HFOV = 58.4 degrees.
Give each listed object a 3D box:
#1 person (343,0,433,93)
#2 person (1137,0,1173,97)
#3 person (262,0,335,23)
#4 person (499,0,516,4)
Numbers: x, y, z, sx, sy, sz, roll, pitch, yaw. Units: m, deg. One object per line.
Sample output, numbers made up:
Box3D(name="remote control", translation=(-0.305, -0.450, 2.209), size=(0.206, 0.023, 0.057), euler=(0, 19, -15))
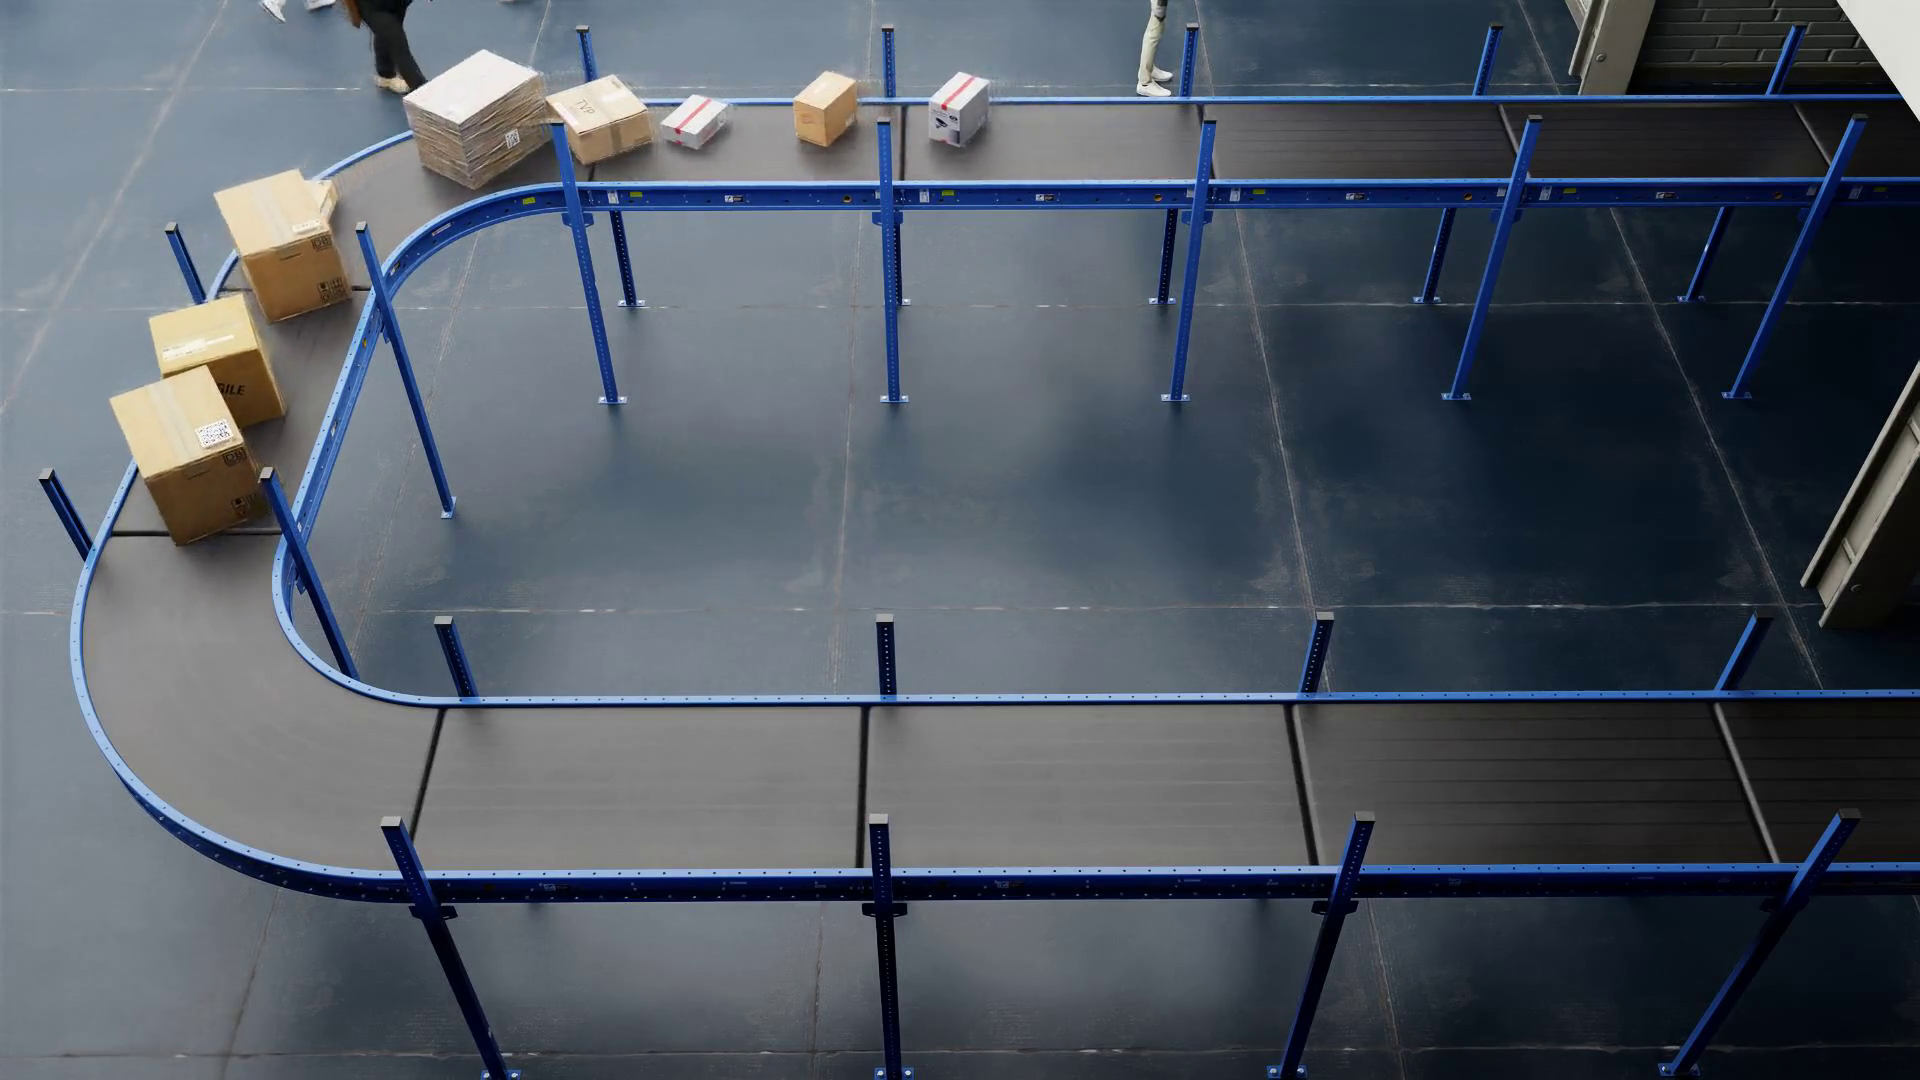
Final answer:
Box3D(name="person", translation=(-4.671, -4.469, 14.084), size=(0.994, 2.000, 0.692), euler=(19, 50, 17))
Box3D(name="person", translation=(1.689, -4.582, 14.284), size=(0.312, 1.865, 0.515), euler=(5, 47, 4))
Box3D(name="person", translation=(-6.028, -5.368, 15.185), size=(0.584, 1.613, 0.536), euler=(-24, 51, -20))
Box3D(name="person", translation=(-3.967, -5.645, 15.392), size=(0.589, 1.680, 0.550), euler=(-18, 50, -16))
